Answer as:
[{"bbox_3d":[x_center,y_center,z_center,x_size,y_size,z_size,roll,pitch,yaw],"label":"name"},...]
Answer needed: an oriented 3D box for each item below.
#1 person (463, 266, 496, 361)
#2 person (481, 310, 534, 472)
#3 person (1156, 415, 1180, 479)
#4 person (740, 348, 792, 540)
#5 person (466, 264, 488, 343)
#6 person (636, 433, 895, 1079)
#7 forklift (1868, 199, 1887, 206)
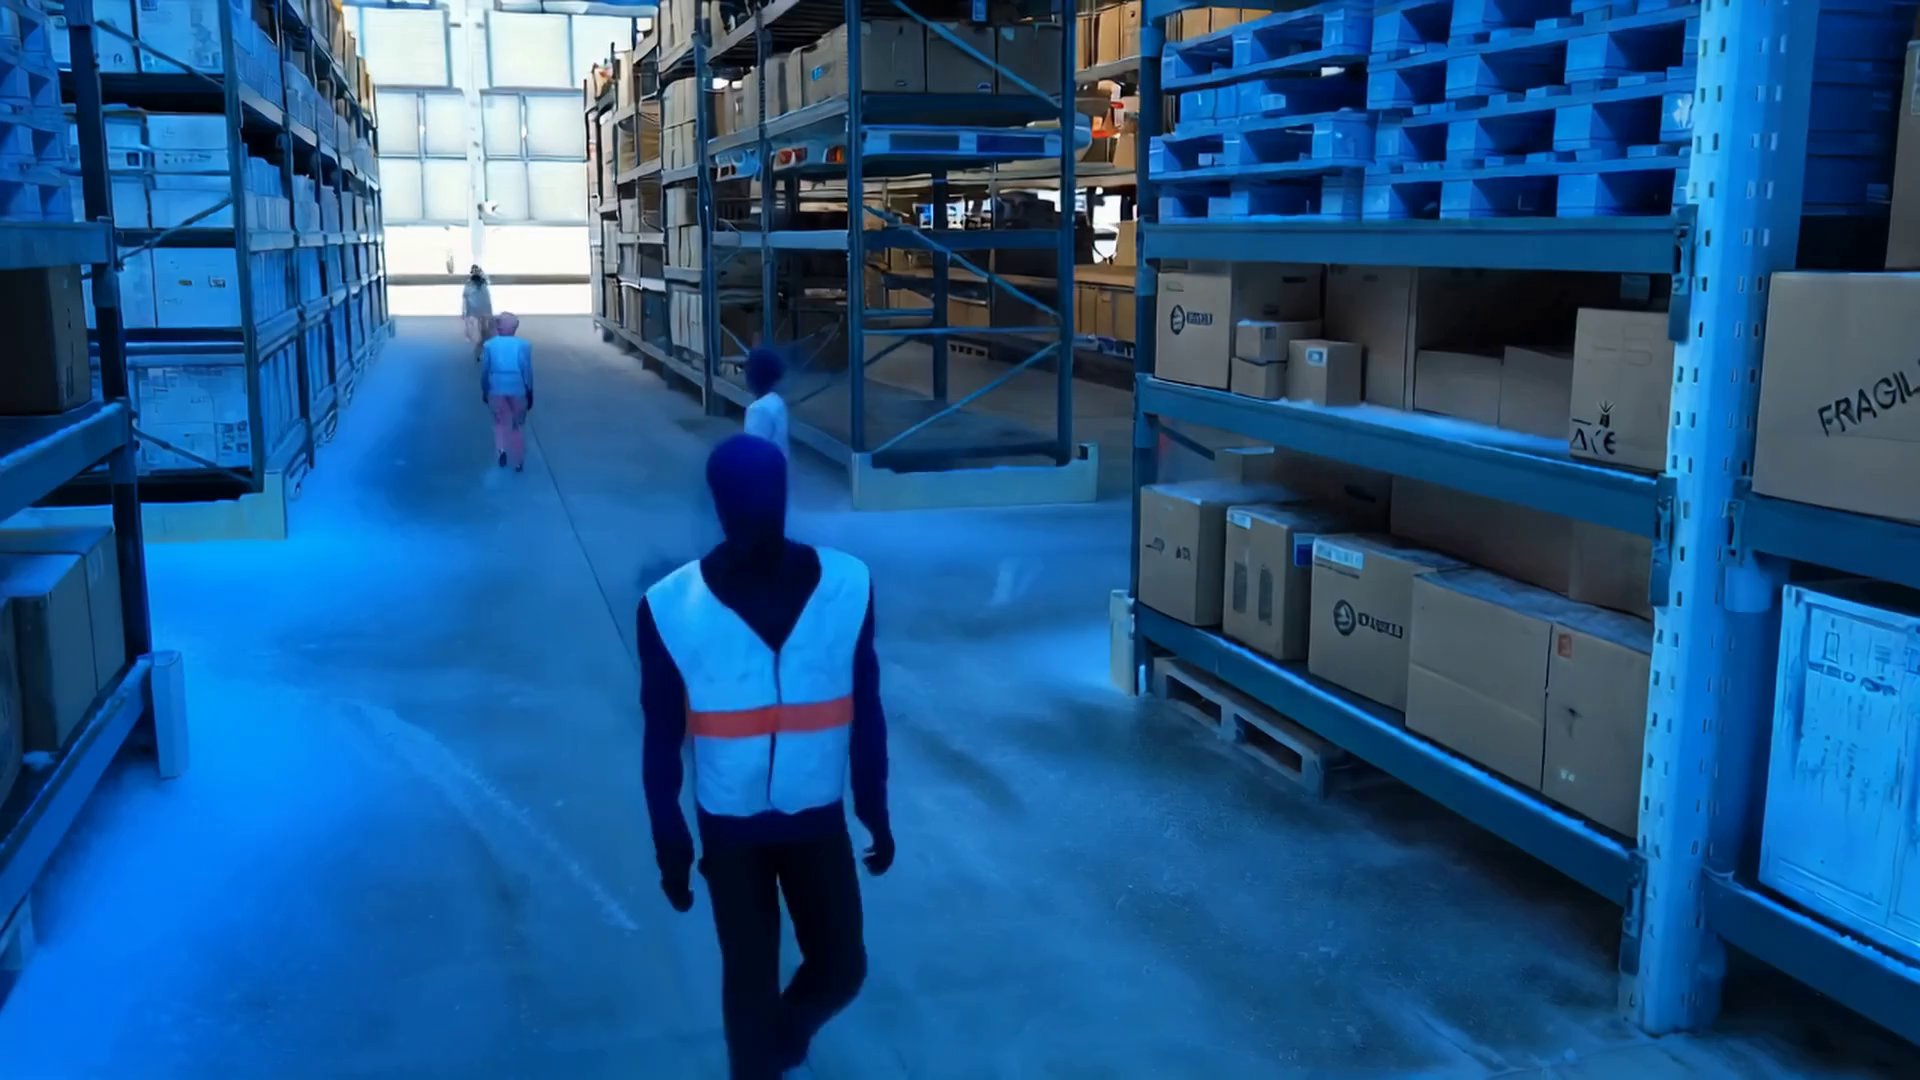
[{"bbox_3d":[-9.173,-4.328,31.794,0.601,1.797,0.913,-3,11,-15],"label":"person"},{"bbox_3d":[-4.482,-1.455,16.488,0.514,1.629,0.585,-3,11,-14],"label":"person"},{"bbox_3d":[1.997,-1.412,16.298,0.504,1.611,0.740,1,10,8],"label":"person"},{"bbox_3d":[-1.148,-0.367,10.400,0.780,1.666,0.536,1,10,4],"label":"person"},{"bbox_3d":[-10.650,-5.195,36.659,0.522,1.746,0.514,2,11,12],"label":"person"},{"bbox_3d":[-0.465,0.673,4.067,0.614,1.896,0.455,-4,11,-22],"label":"person"},{"bbox_3d":[11.338,-2.915,21.052,1.129,2.768,1.873,-3,11,-17],"label":"forklift"}]
